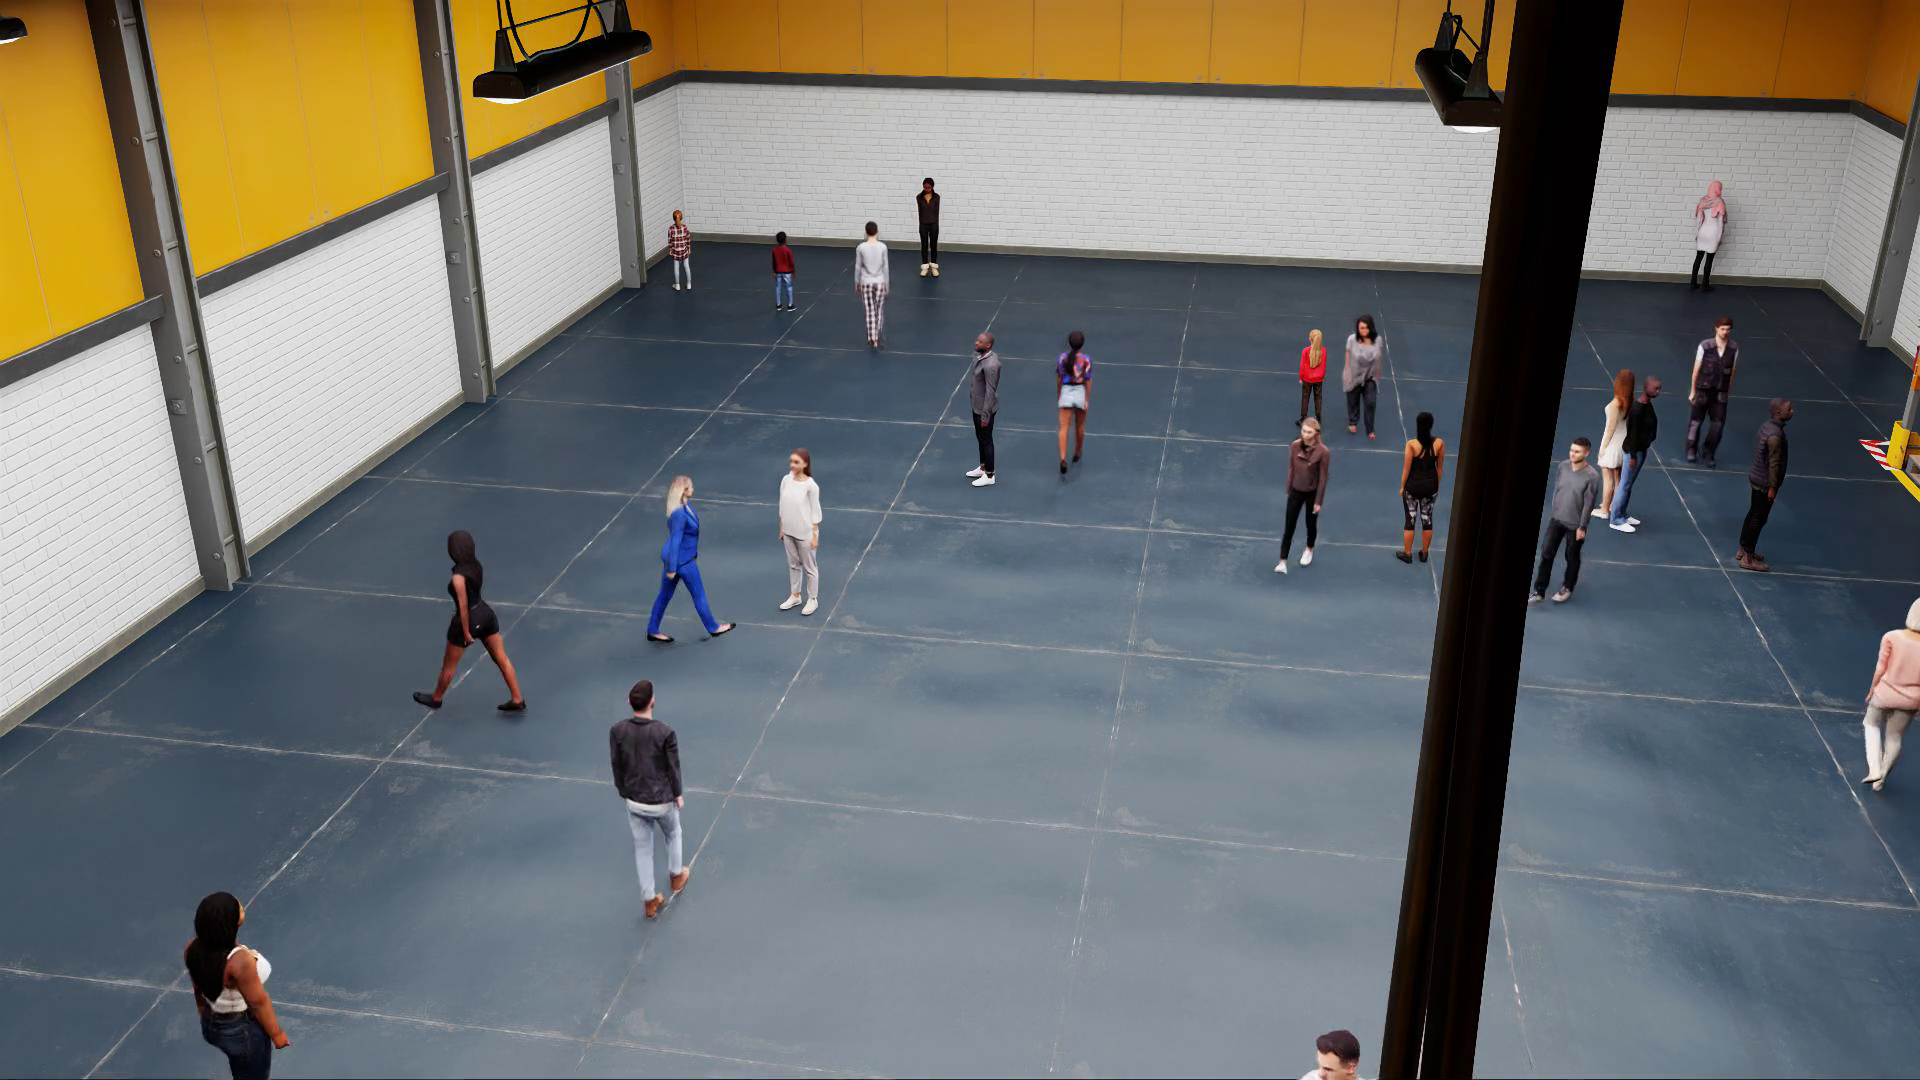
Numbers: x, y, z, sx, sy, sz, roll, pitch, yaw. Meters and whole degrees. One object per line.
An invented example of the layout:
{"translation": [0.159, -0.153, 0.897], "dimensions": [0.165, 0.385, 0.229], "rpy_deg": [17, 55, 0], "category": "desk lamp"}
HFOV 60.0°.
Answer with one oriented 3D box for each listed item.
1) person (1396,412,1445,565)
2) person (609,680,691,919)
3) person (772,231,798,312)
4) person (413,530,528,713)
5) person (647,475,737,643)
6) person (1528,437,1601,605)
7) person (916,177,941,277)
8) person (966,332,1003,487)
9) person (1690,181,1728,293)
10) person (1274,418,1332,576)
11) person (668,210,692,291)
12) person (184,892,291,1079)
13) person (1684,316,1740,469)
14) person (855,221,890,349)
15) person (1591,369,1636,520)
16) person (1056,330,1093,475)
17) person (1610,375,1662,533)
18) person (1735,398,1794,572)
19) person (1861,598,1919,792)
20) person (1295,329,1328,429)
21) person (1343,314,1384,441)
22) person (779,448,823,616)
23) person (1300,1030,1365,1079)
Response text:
{"translation": [4.805, -0.561, 17.335], "dimensions": [0.629, 1.663, 0.592], "rpy_deg": [-2, 24, -5], "category": "person"}
{"translation": [-2.185, 1.855, 11.613], "dimensions": [0.705, 1.821, 0.821], "rpy_deg": [2, 24, 5], "category": "person"}
{"translation": [-2.794, -4.250, 26.287], "dimensions": [0.532, 1.254, 0.516], "rpy_deg": [8, 25, 17], "category": "person"}
{"translation": [-4.077, 0.763, 14.289], "dimensions": [0.685, 1.678, 1.152], "rpy_deg": [3, 24, 6], "category": "person"}
{"translation": [-2.720, 0.229, 15.533], "dimensions": [0.985, 1.660, 1.106], "rpy_deg": [-5, 24, -11], "category": "person"}
{"translation": [6.059, -0.196, 16.404], "dimensions": [1.039, 1.741, 0.952], "rpy_deg": [-19, 30, -36], "category": "person"}
{"translation": [-0.528, -5.349, 28.293], "dimensions": [0.618, 1.660, 0.669], "rpy_deg": [1, 24, 1], "category": "person"}
{"translation": [0.295, -1.541, 19.381], "dimensions": [0.851, 1.821, 0.673], "rpy_deg": [-4, 24, -10], "category": "person"}
{"translation": [12.284, -4.988, 27.290], "dimensions": [0.798, 1.803, 0.735], "rpy_deg": [-15, 28, -31], "category": "person"}
{"translation": [3.605, -0.470, 17.135], "dimensions": [0.864, 1.657, 1.151], "rpy_deg": [13, 27, 27], "category": "person"}
{"translation": [-4.624, -4.796, 27.473], "dimensions": [0.601, 1.303, 0.627], "rpy_deg": [-8, 25, -18], "category": "person"}
{"translation": [-4.169, 2.828, 9.416], "dimensions": [0.766, 1.797, 0.795], "rpy_deg": [15, 28, 31], "category": "person"}
{"translation": [8.994, -1.819, 20.009], "dimensions": [0.654, 1.828, 0.707], "rpy_deg": [5, 24, 11], "category": "person"}
{"translation": [-1.268, -3.689, 24.329], "dimensions": [0.879, 1.794, 1.239], "rpy_deg": [-3, 24, -7], "category": "person"}
{"translation": [7.279, -1.073, 18.448], "dimensions": [0.648, 1.711, 0.710], "rpy_deg": [-16, 28, -32], "category": "person"}
{"translation": [1.314, -1.610, 19.676], "dimensions": [0.578, 1.712, 1.091], "rpy_deg": [4, 24, 9], "category": "person"}
{"translation": [7.363, -0.967, 18.162], "dimensions": [0.733, 1.747, 0.614], "rpy_deg": [16, 28, 32], "category": "person"}
{"translation": [8.331, -0.599, 17.207], "dimensions": [0.766, 1.836, 0.529], "rpy_deg": [6, 24, 14], "category": "person"}
{"translation": [7.397, 1.264, 13.104], "dimensions": [0.678, 1.709, 0.745], "rpy_deg": [10, 25, 21], "category": "person"}
{"translation": [4.511, -2.066, 21.257], "dimensions": [0.539, 1.280, 0.553], "rpy_deg": [-3, 24, -7], "category": "person"}
{"translation": [5.046, -2.094, 20.957], "dimensions": [0.677, 1.573, 0.875], "rpy_deg": [2, 24, 4], "category": "person"}
{"translation": [-1.561, -0.098, 16.249], "dimensions": [0.664, 1.685, 0.643], "rpy_deg": [13, 27, 27], "category": "person"}
{"translation": [1.983, 3.208, 8.564], "dimensions": [0.929, 1.782, 1.095], "rpy_deg": [15, 28, 31], "category": "person"}
